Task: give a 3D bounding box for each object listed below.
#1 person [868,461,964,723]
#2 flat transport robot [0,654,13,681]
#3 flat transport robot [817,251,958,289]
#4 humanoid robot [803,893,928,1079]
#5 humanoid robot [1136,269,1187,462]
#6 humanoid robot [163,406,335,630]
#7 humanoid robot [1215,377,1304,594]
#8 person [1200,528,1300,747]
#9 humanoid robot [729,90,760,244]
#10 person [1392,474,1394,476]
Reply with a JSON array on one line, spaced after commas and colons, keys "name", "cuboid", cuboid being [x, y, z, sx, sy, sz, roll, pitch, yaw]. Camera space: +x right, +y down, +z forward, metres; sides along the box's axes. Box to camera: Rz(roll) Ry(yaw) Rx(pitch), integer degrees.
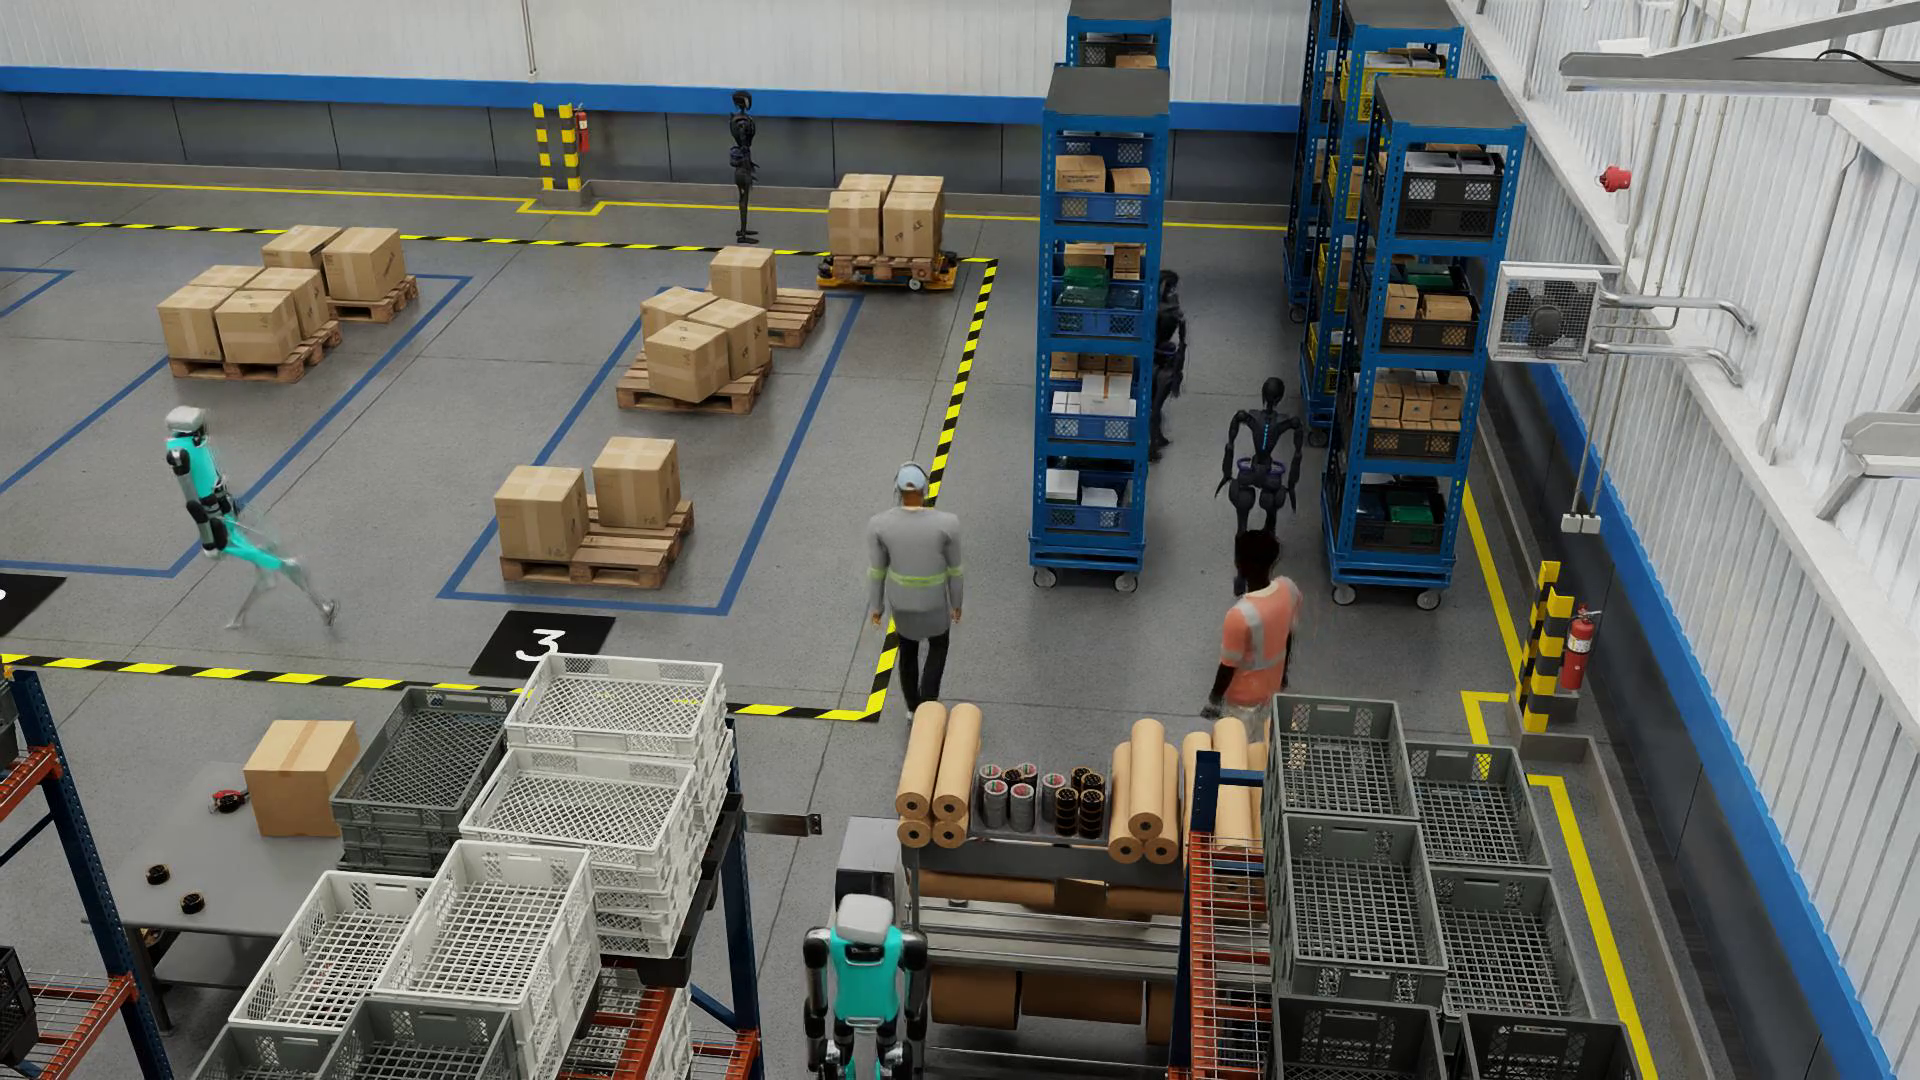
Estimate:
[{"name": "person", "cuboid": [-0.275, 0.368, 10.494, 0.600, 1.821, 0.612, 5, 31, 8]}, {"name": "flat transport robot", "cuboid": [-7.142, 0.969, 11.010, 1.431, 0.231, 0.659, 3, 30, 6]}, {"name": "flat transport robot", "cuboid": [-0.759, -2.881, 17.594, 1.431, 0.197, 0.652, 3, 30, 5]}, {"name": "humanoid robot", "cuboid": [-0.407, 2.430, 7.154, 0.538, 1.907, 0.702, 0, 30, 0]}, {"name": "humanoid robot", "cuboid": [1.606, -1.457, 13.774, 0.456, 1.642, 0.610, -18, 35, -28]}, {"name": "humanoid robot", "cuboid": [-4.811, -0.122, 11.445, 0.954, 1.763, 0.544, -4, 31, -8]}, {"name": "humanoid robot", "cuboid": [2.156, -0.443, 12.048, 0.590, 1.642, 0.649, 6, 31, 10]}, {"name": "person", "cuboid": [1.626, 0.790, 9.669, 0.614, 1.960, 0.619, 24, 38, 35]}, {"name": "humanoid robot", "cuboid": [-2.397, -4.124, 18.368, 0.359, 1.673, 0.601, -2, 30, -4]}, {"name": "person", "cuboid": [3.433, -1.045, 12.808, 0.358, 1.937, 0.637, -14, 33, -22]}]
